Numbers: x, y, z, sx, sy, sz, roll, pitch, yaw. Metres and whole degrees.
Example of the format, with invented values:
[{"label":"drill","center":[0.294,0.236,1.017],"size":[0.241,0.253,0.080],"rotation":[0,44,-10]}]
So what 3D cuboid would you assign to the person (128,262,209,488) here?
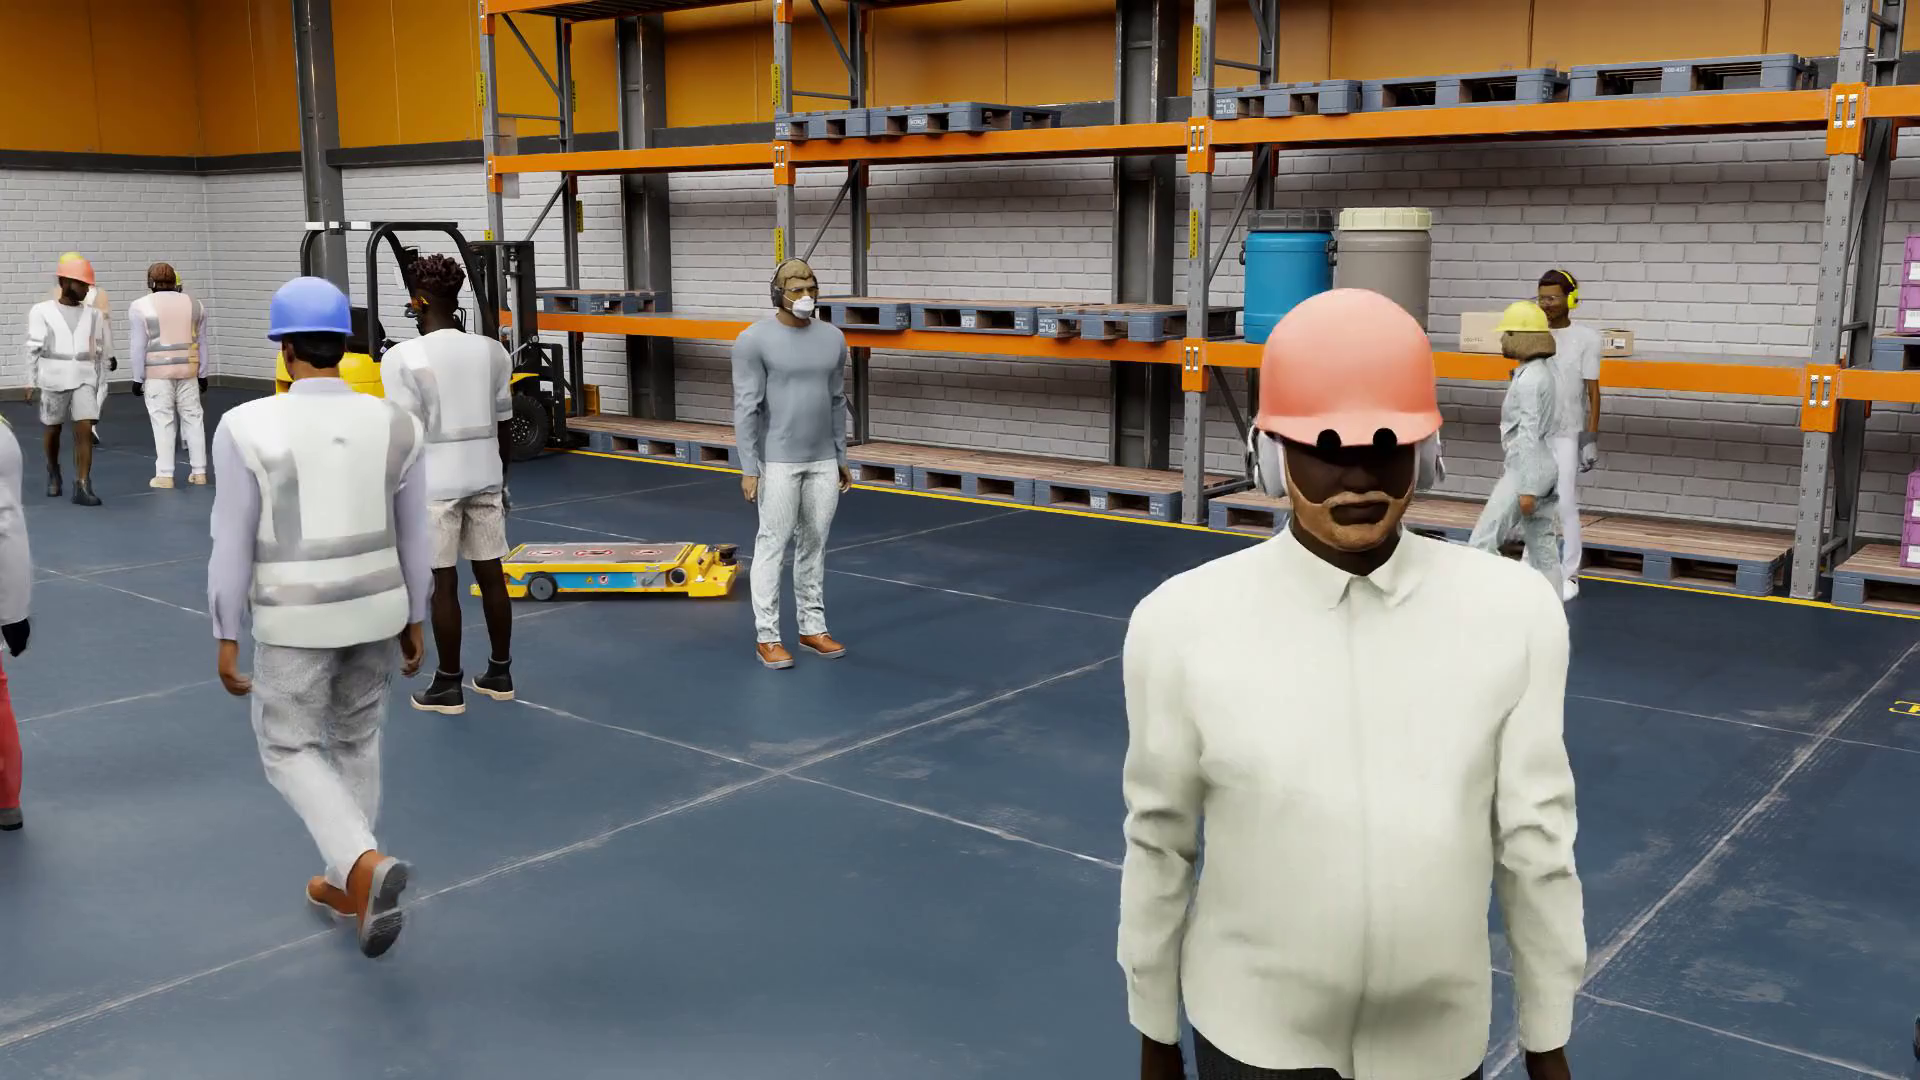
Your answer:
[{"label":"person","center":[-6.491,-1.349,13.658],"size":[0.429,1.842,0.636],"rotation":[9,13,40]}]

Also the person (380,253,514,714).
[{"label":"person","center":[-2.185,-0.236,7.141],"size":[0.371,1.966,0.608],"rotation":[9,13,40]}]

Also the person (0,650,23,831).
[{"label":"person","center":[-3.423,0.160,5.506],"size":[0.328,1.769,0.526],"rotation":[5,11,25]}]

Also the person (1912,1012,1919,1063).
[{"label":"person","center":[2.441,0.442,3.581],"size":[0.557,1.895,0.905],"rotation":[2,10,13]}]

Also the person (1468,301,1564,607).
[{"label":"person","center":[2.701,-0.289,8.104],"size":[0.633,1.725,0.487],"rotation":[6,12,29]}]

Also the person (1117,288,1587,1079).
[{"label":"person","center":[0.522,0.627,2.370],"size":[0.605,1.971,0.887],"rotation":[-1,10,-3]}]

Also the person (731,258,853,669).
[{"label":"person","center":[-0.784,-0.367,7.945],"size":[0.638,1.938,0.356],"rotation":[-9,13,-40]}]

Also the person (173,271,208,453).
[{"label":"person","center":[-7.450,-1.693,15.812],"size":[0.553,1.736,0.740],"rotation":[-5,11,-25]}]

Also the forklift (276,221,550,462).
[{"label":"forklift","center":[-4.922,-1.741,14.854],"size":[1.214,2.155,2.313],"rotation":[8,13,38]}]

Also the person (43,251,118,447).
[{"label":"person","center":[-8.502,-1.824,16.085],"size":[0.624,1.911,0.550],"rotation":[-2,10,-10]}]

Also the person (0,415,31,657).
[{"label":"person","center":[-3.202,0.185,5.216],"size":[0.638,1.823,0.581],"rotation":[0,10,2]}]

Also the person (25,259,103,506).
[{"label":"person","center":[-6.946,-1.231,12.895],"size":[0.631,1.884,0.991],"rotation":[-9,13,-40]}]

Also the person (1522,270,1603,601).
[{"label":"person","center":[3.355,-0.584,9.393],"size":[0.326,1.855,0.539],"rotation":[-8,13,-38]}]

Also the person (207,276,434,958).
[{"label":"person","center":[-1.746,0.231,4.685],"size":[0.757,1.918,0.631],"rotation":[10,14,44]}]

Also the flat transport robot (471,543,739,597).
[{"label":"flat transport robot","center":[-2.030,0.165,9.620],"size":[1.431,0.197,0.652],"rotation":[0,10,-1]}]
